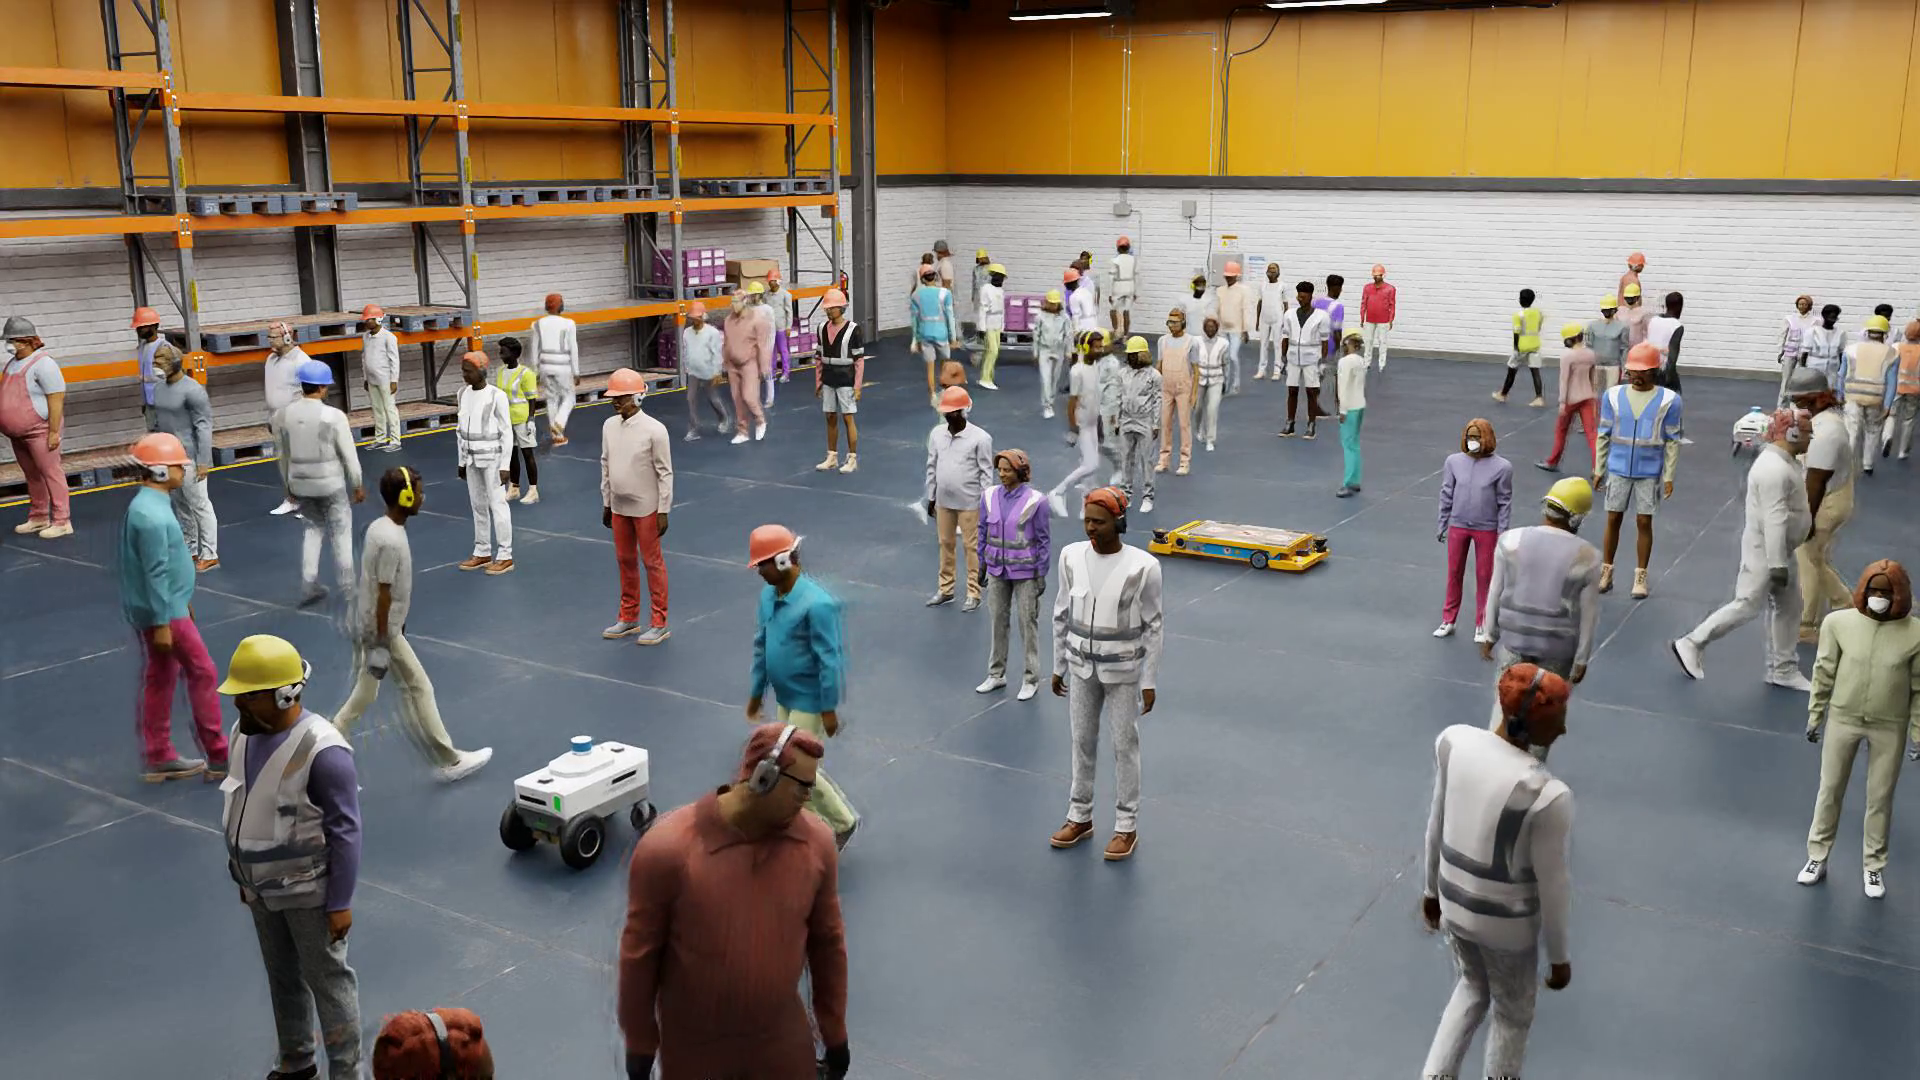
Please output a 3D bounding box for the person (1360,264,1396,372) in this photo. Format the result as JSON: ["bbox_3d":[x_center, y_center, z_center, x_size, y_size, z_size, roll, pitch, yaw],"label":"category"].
[{"bbox_3d":[6.790,-3.613,27.105,0.572,1.749,0.340,8,15,31],"label":"person"}]

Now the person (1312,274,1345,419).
[{"bbox_3d":[4.977,-2.573,22.179,0.595,1.938,0.625,-7,15,-29],"label":"person"}]

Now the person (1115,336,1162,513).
[{"bbox_3d":[1.742,-1.140,16.404,0.492,1.742,0.315,8,15,31],"label":"person"}]

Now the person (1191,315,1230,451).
[{"bbox_3d":[2.978,-1.910,20.039,0.515,1.617,0.662,2,13,9],"label":"person"}]

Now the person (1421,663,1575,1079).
[{"bbox_3d":[1.842,1.276,5.662,0.435,1.862,0.613,-7,15,-28],"label":"person"}]

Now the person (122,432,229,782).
[{"bbox_3d":[-4.294,0.374,9.310,0.725,1.974,0.652,-7,15,-29],"label":"person"}]

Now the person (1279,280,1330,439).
[{"bbox_3d":[4.267,-2.236,20.667,0.613,1.963,0.361,8,15,31],"label":"person"}]

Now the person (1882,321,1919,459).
[{"bbox_3d":[10.856,-1.704,19.114,0.535,1.619,0.620,8,15,32],"label":"person"}]

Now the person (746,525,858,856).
[{"bbox_3d":[-0.816,0.769,8.207,0.431,1.711,0.591,-7,15,-28],"label":"person"}]

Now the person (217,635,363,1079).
[{"bbox_3d":[-2.407,1.219,5.974,0.600,1.830,0.404,8,15,31],"label":"person"}]

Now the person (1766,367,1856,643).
[{"bbox_3d":[6.152,-0.262,11.944,0.631,2.000,0.694,6,14,23],"label":"person"}]

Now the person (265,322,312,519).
[{"bbox_3d":[-6.508,-1.158,16.126,0.651,1.906,0.403,8,15,31],"label":"person"}]

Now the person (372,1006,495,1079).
[{"bbox_3d":[-1.116,1.824,3.293,0.568,1.862,0.626,-3,13,-14],"label":"person"}]

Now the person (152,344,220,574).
[{"bbox_3d":[-6.534,-0.682,13.991,0.635,1.936,0.354,8,15,31],"label":"person"}]

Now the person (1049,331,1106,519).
[{"bbox_3d":[1.184,-1.087,15.951,0.468,1.852,0.525,7,15,27],"label":"person"}]

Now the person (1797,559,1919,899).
[{"bbox_3d":[4.287,0.883,7.867,0.507,1.631,0.267,8,15,31],"label":"person"}]

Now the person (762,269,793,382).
[{"bbox_3d":[-2.873,-3.331,25.885,0.572,1.749,0.340,8,15,31],"label":"person"}]

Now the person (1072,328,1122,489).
[{"bbox_3d":[1.495,-1.361,17.392,0.425,1.725,0.540,-7,15,-28],"label":"person"}]

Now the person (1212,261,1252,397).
[{"bbox_3d":[3.930,-3.063,24.216,0.662,1.982,0.410,12,18,42],"label":"person"}]

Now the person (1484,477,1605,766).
[{"bbox_3d":[3.103,0.557,8.925,0.617,1.802,0.580,8,15,32],"label":"person"}]

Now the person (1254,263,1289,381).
[{"bbox_3d":[4.878,-3.416,26.055,0.514,1.842,0.328,8,15,31],"label":"person"}]

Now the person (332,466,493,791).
[{"bbox_3d":[-3.149,0.511,9.122,1.003,1.818,0.571,-7,15,-29],"label":"person"}]

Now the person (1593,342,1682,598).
[{"bbox_3d":[5.341,-0.548,13.182,0.615,2.039,0.392,8,15,31],"label":"person"}]

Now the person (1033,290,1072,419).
[{"bbox_3d":[1.257,-2.479,22.263,0.504,1.706,0.793,-2,13,-10],"label":"person"}]

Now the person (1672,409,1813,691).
[{"bbox_3d":[5.250,0.060,10.925,0.872,1.876,0.653,8,15,32],"label":"person"}]

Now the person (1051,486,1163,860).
[{"bbox_3d":[0.719,0.658,8.294,0.584,1.882,0.339,8,15,31],"label":"person"}]

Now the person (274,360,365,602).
[{"bbox_3d":[-4.992,-0.440,12.989,0.649,1.938,0.443,2,13,9],"label":"person"}]

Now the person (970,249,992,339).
[{"bbox_3d":[0.422,-4.665,31.695,0.492,1.741,0.319,8,15,31],"label":"person"}]

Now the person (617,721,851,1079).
[{"bbox_3d":[-0.647,1.443,4.938,0.731,1.874,0.440,-6,14,-25],"label":"person"}]

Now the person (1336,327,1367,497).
[{"bbox_3d":[4.026,-1.332,17.291,0.349,1.718,0.689,9,16,35],"label":"person"}]

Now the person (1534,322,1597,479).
[{"bbox_3d":[6.748,-1.526,18.194,0.573,1.698,0.919,-5,14,-22],"label":"person"}]

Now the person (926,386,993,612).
[{"bbox_3d":[-0.029,-0.319,12.823,0.572,1.747,0.344,8,15,31],"label":"person"}]

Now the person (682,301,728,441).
[{"bbox_3d":[-3.193,-2.130,20.748,0.558,1.718,0.799,5,14,22],"label":"person"}]

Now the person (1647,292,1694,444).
[{"bbox_3d":[8.492,-2.070,20.205,0.974,1.878,0.578,-5,14,-19],"label":"person"}]

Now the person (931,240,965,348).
[{"bbox_3d":[-0.345,-4.501,30.330,0.987,2.000,0.683,2,13,7],"label":"person"}]
